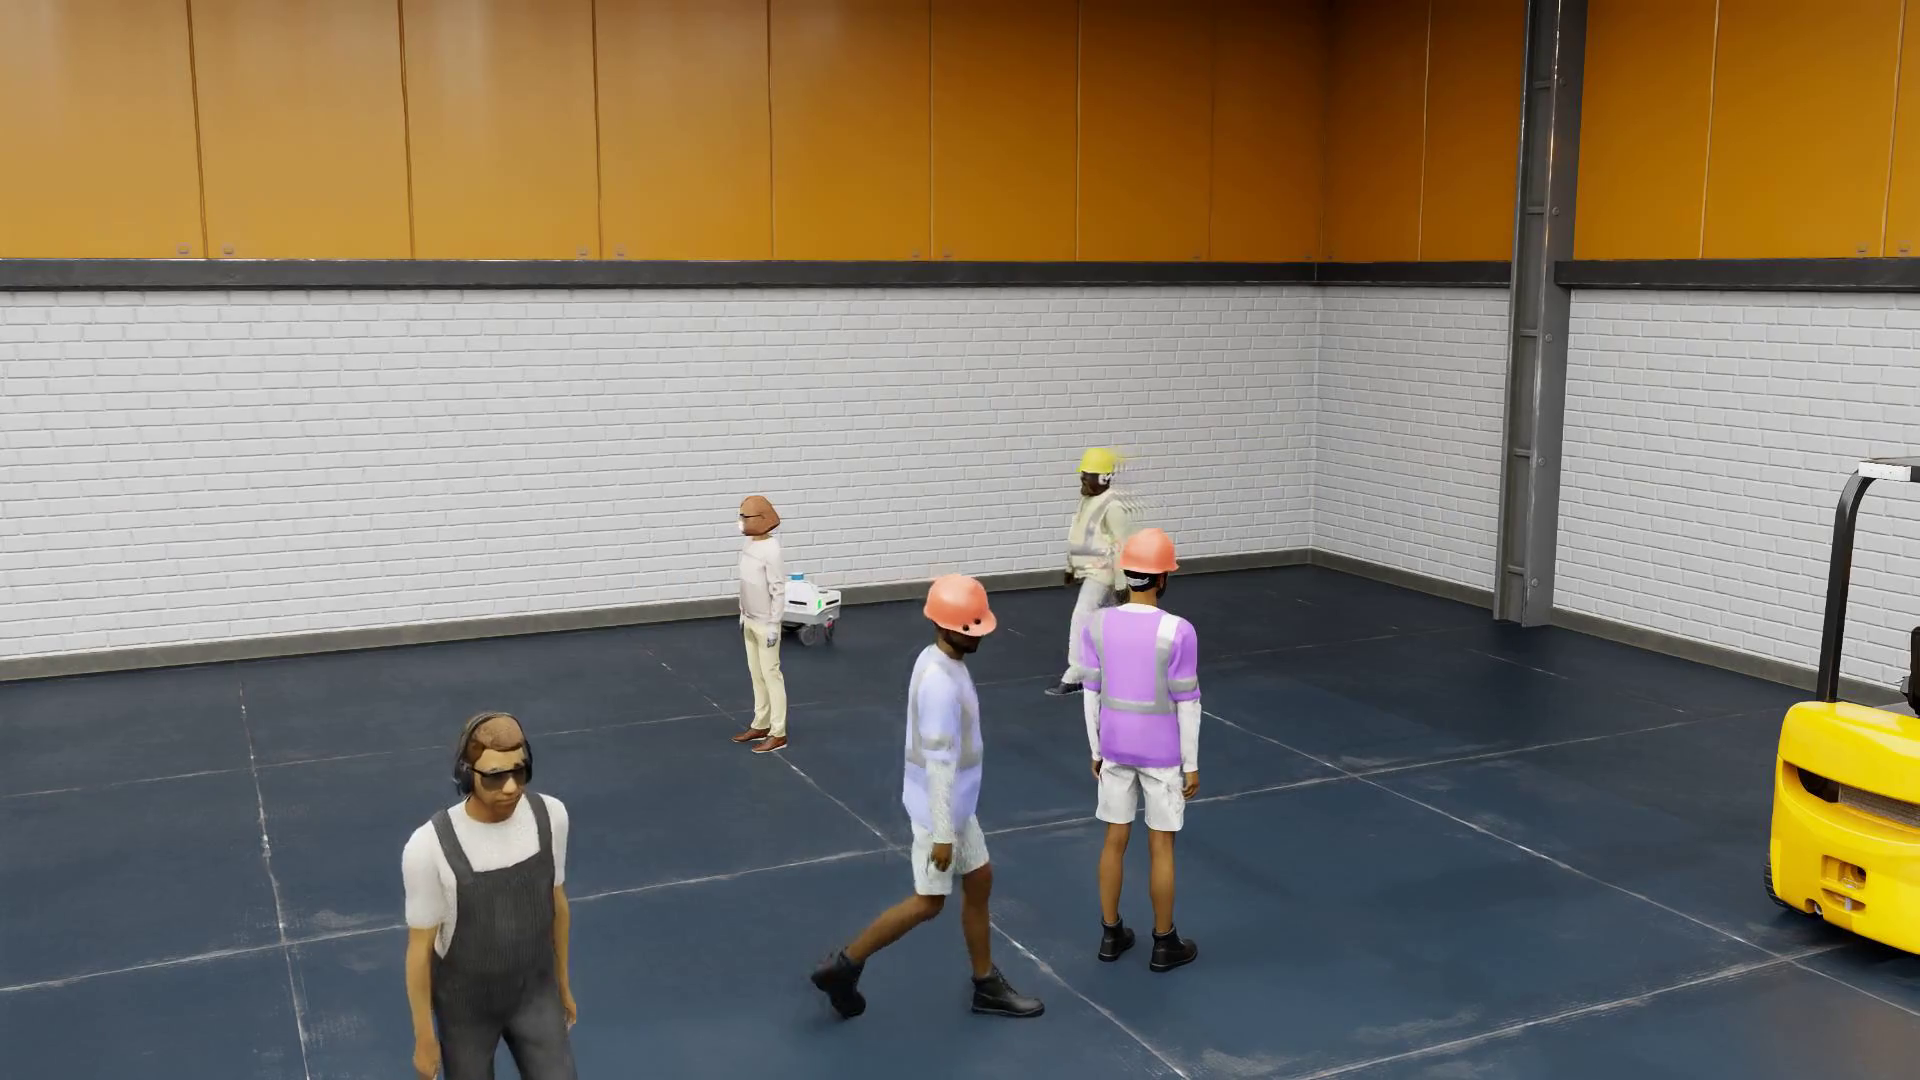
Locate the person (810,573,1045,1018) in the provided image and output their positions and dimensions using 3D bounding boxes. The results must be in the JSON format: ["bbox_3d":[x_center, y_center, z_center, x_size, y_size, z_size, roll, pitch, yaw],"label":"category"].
[{"bbox_3d":[-0.137,1.039,6.618,0.891,1.892,0.564,0,9,1],"label":"person"}]

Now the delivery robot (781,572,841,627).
[{"bbox_3d":[-1.337,0.508,13.724,0.707,0.478,0.477,5,11,30],"label":"delivery robot"}]

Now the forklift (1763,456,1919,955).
[{"bbox_3d":[4.857,0.731,7.561,2.313,2.155,1.214,-4,10,-25],"label":"forklift"}]

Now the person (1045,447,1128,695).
[{"bbox_3d":[1.061,0.214,12.025,0.886,1.805,0.579,-2,9,-13],"label":"person"}]

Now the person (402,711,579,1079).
[{"bbox_3d":[-1.358,1.361,4.855,0.528,1.816,0.475,-8,12,-40],"label":"person"}]

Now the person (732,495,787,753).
[{"bbox_3d":[-1.272,0.525,10.571,0.273,1.632,0.507,-5,11,-30],"label":"person"}]

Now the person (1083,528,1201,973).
[{"bbox_3d":[0.801,0.909,7.247,0.542,1.938,0.357,6,11,31],"label":"person"}]
